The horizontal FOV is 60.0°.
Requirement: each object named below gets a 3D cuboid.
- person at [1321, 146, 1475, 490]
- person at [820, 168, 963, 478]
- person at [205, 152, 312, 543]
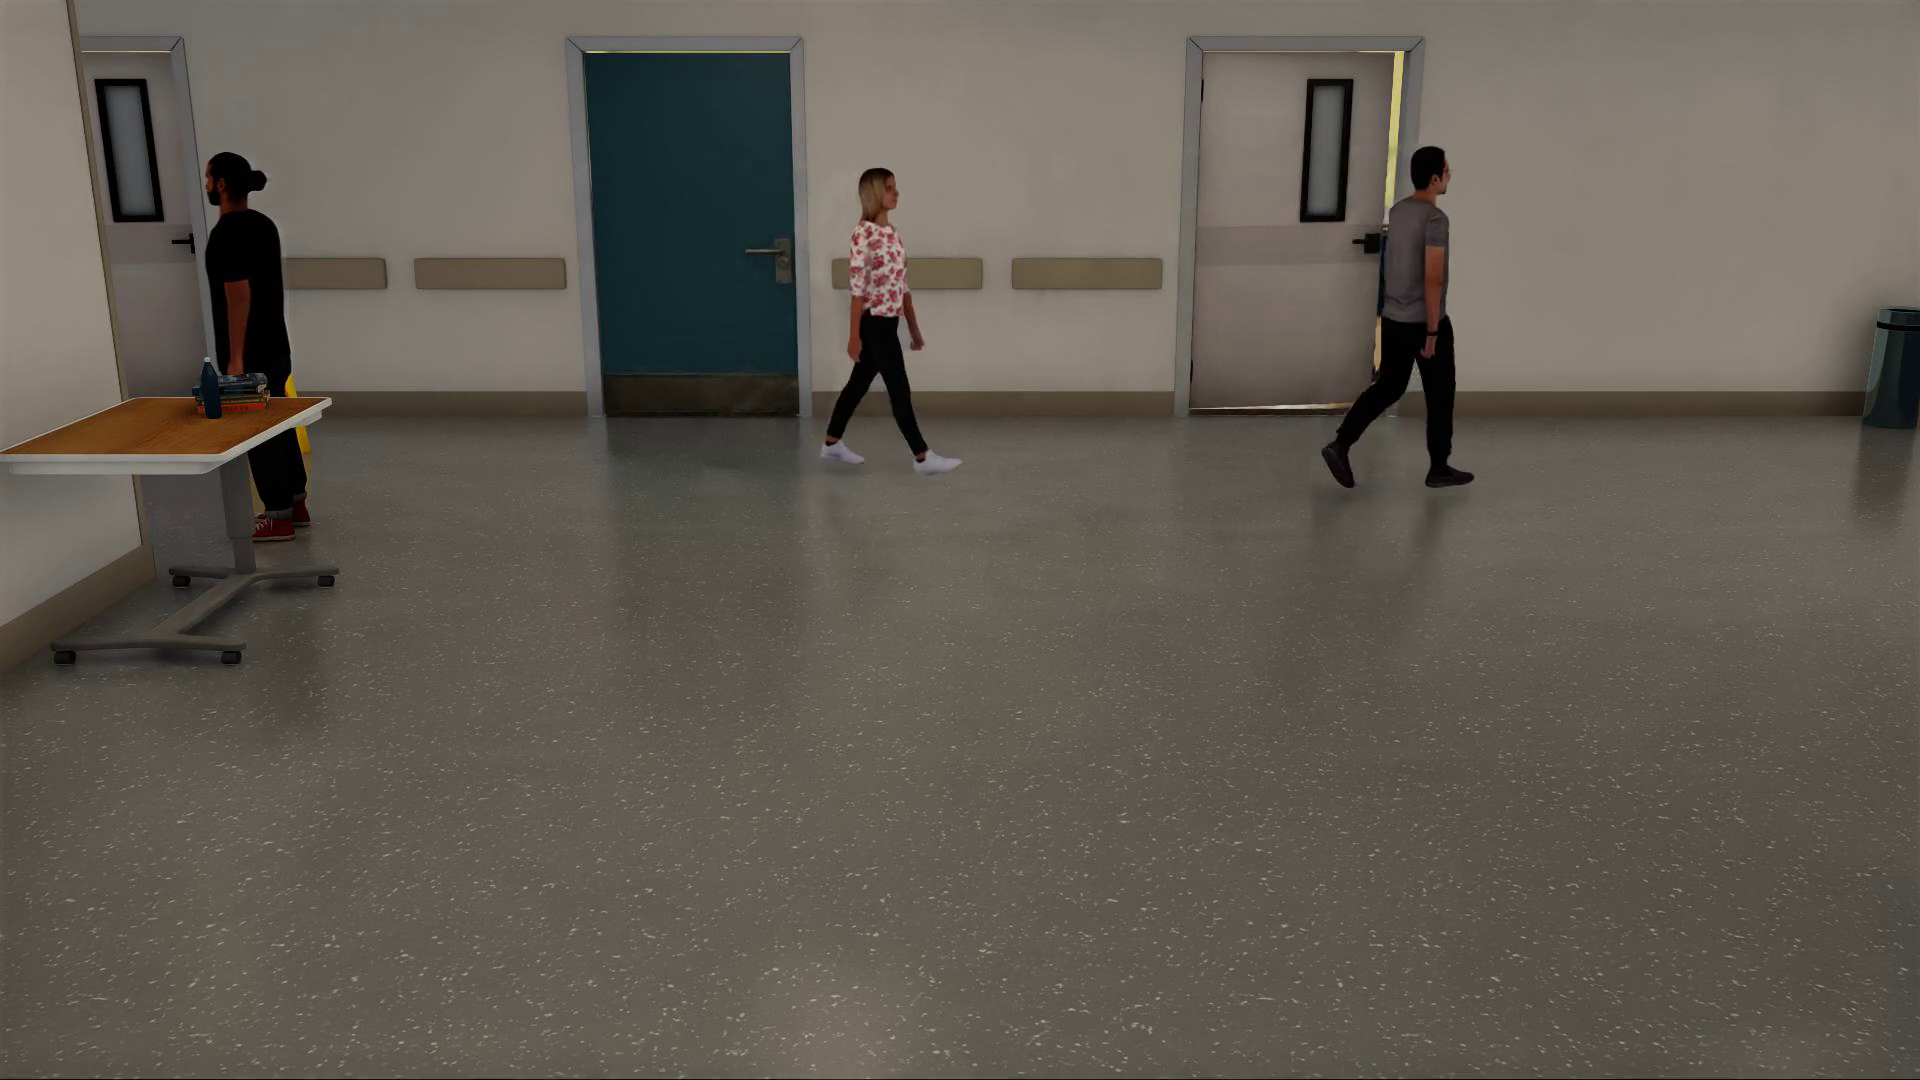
[{"bbox_3d":[2.232,-1.095,8.438,1.150,1.735,0.903,-7,17,-23],"label":"person"},{"bbox_3d":[-0.506,-1.117,8.790,1.169,1.585,0.878,7,17,23],"label":"person"},{"bbox_3d":[-3.232,-0.875,7.615,0.532,1.757,0.630,-1,16,-2],"label":"person"}]
